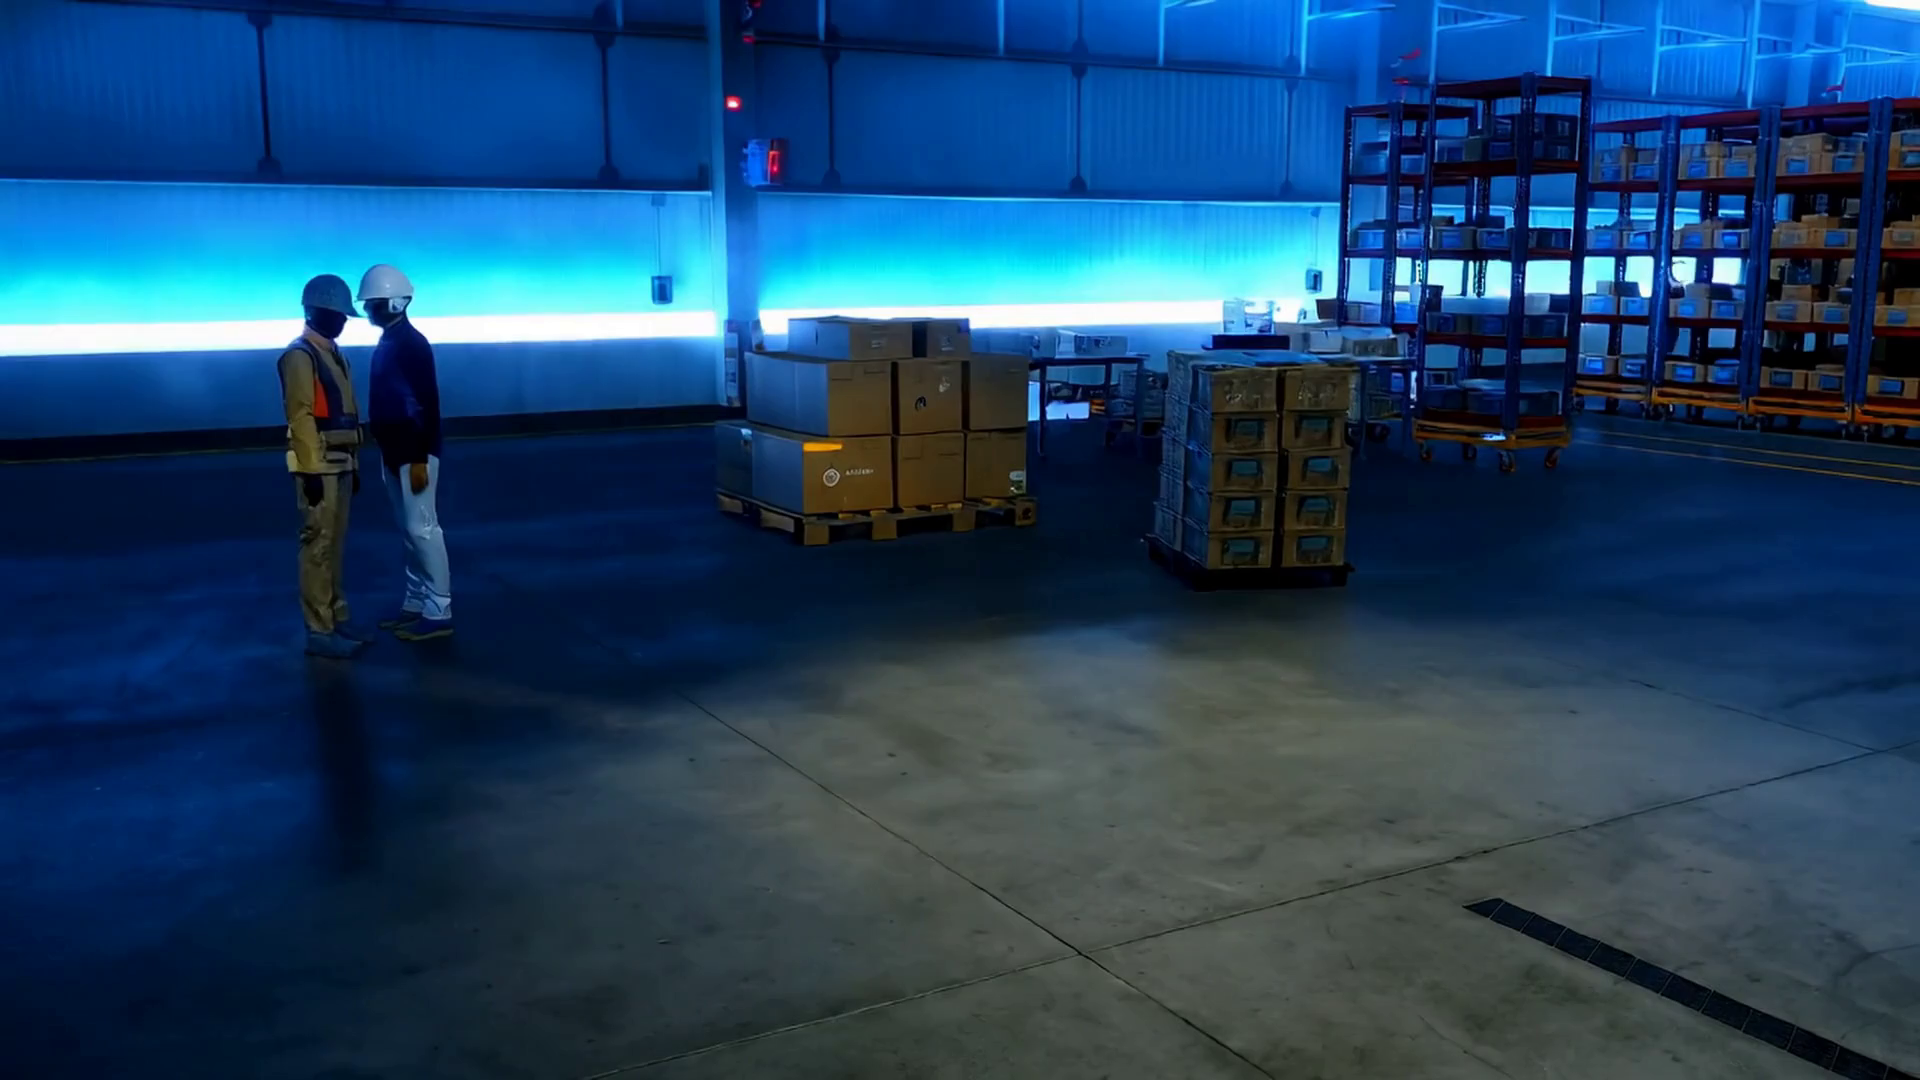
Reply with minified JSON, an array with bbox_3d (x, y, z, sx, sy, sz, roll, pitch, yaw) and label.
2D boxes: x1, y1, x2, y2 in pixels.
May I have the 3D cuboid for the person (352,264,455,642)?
[{"bbox_3d":[-2.962,-0.459,8.822,0.414,1.985,0.611,-7,12,-36],"label":"person"}]

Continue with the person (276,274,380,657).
[{"bbox_3d":[-3.234,-0.383,8.512,0.402,1.937,0.604,0,10,-2],"label":"person"}]

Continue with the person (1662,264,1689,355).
[{"bbox_3d":[10.823,-3.243,25.056,0.889,1.804,0.591,-5,11,-24],"label":"person"}]
